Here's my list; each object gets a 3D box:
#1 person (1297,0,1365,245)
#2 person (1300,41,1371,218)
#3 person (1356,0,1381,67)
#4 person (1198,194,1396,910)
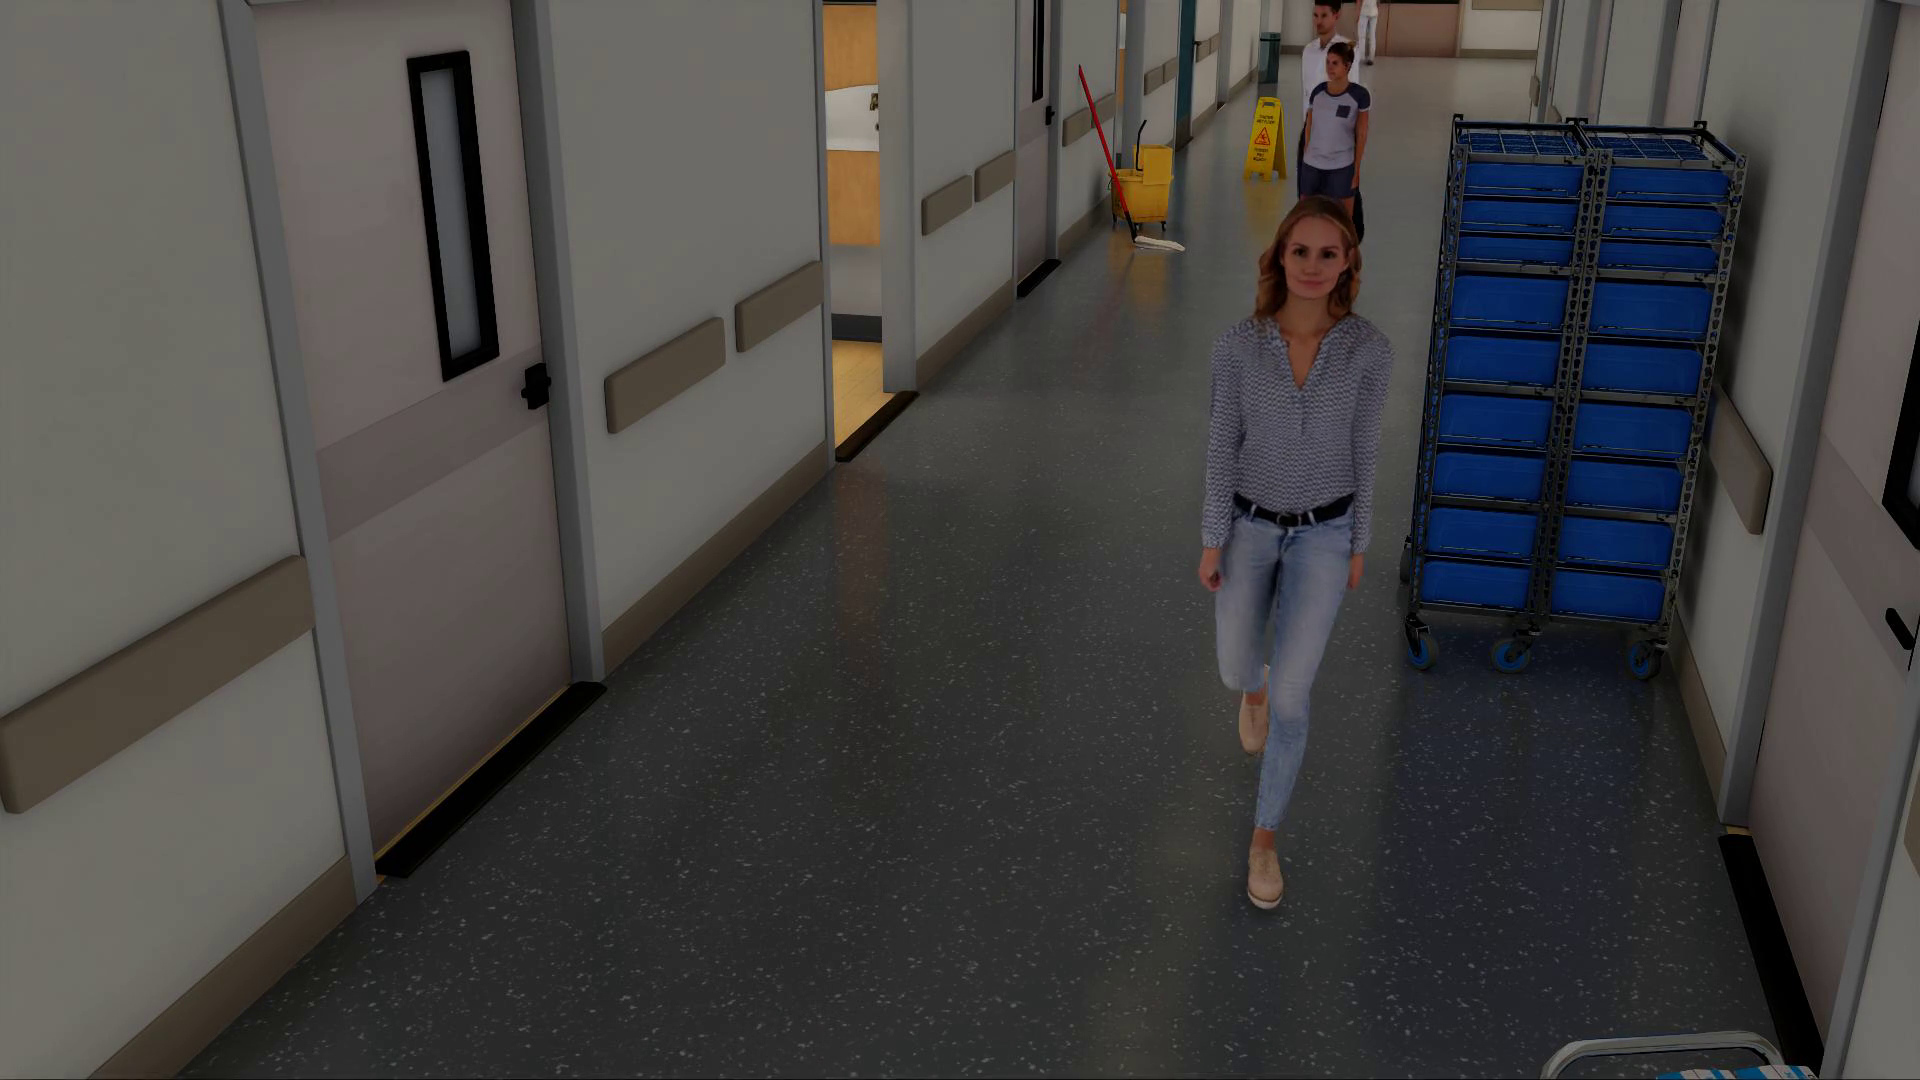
[{"bbox_3d":[2.712,-2.960,11.989,1.046,1.833,1.268,17,26,37],"label":"person"},{"bbox_3d":[2.449,-2.458,11.006,0.641,1.629,0.604,12,24,29],"label":"person"},{"bbox_3d":[6.714,-8.662,27.327,0.671,1.670,0.700,-7,22,-17],"label":"person"},{"bbox_3d":[0.837,0.003,4.308,0.583,1.771,1.036,6,21,15],"label":"person"}]
